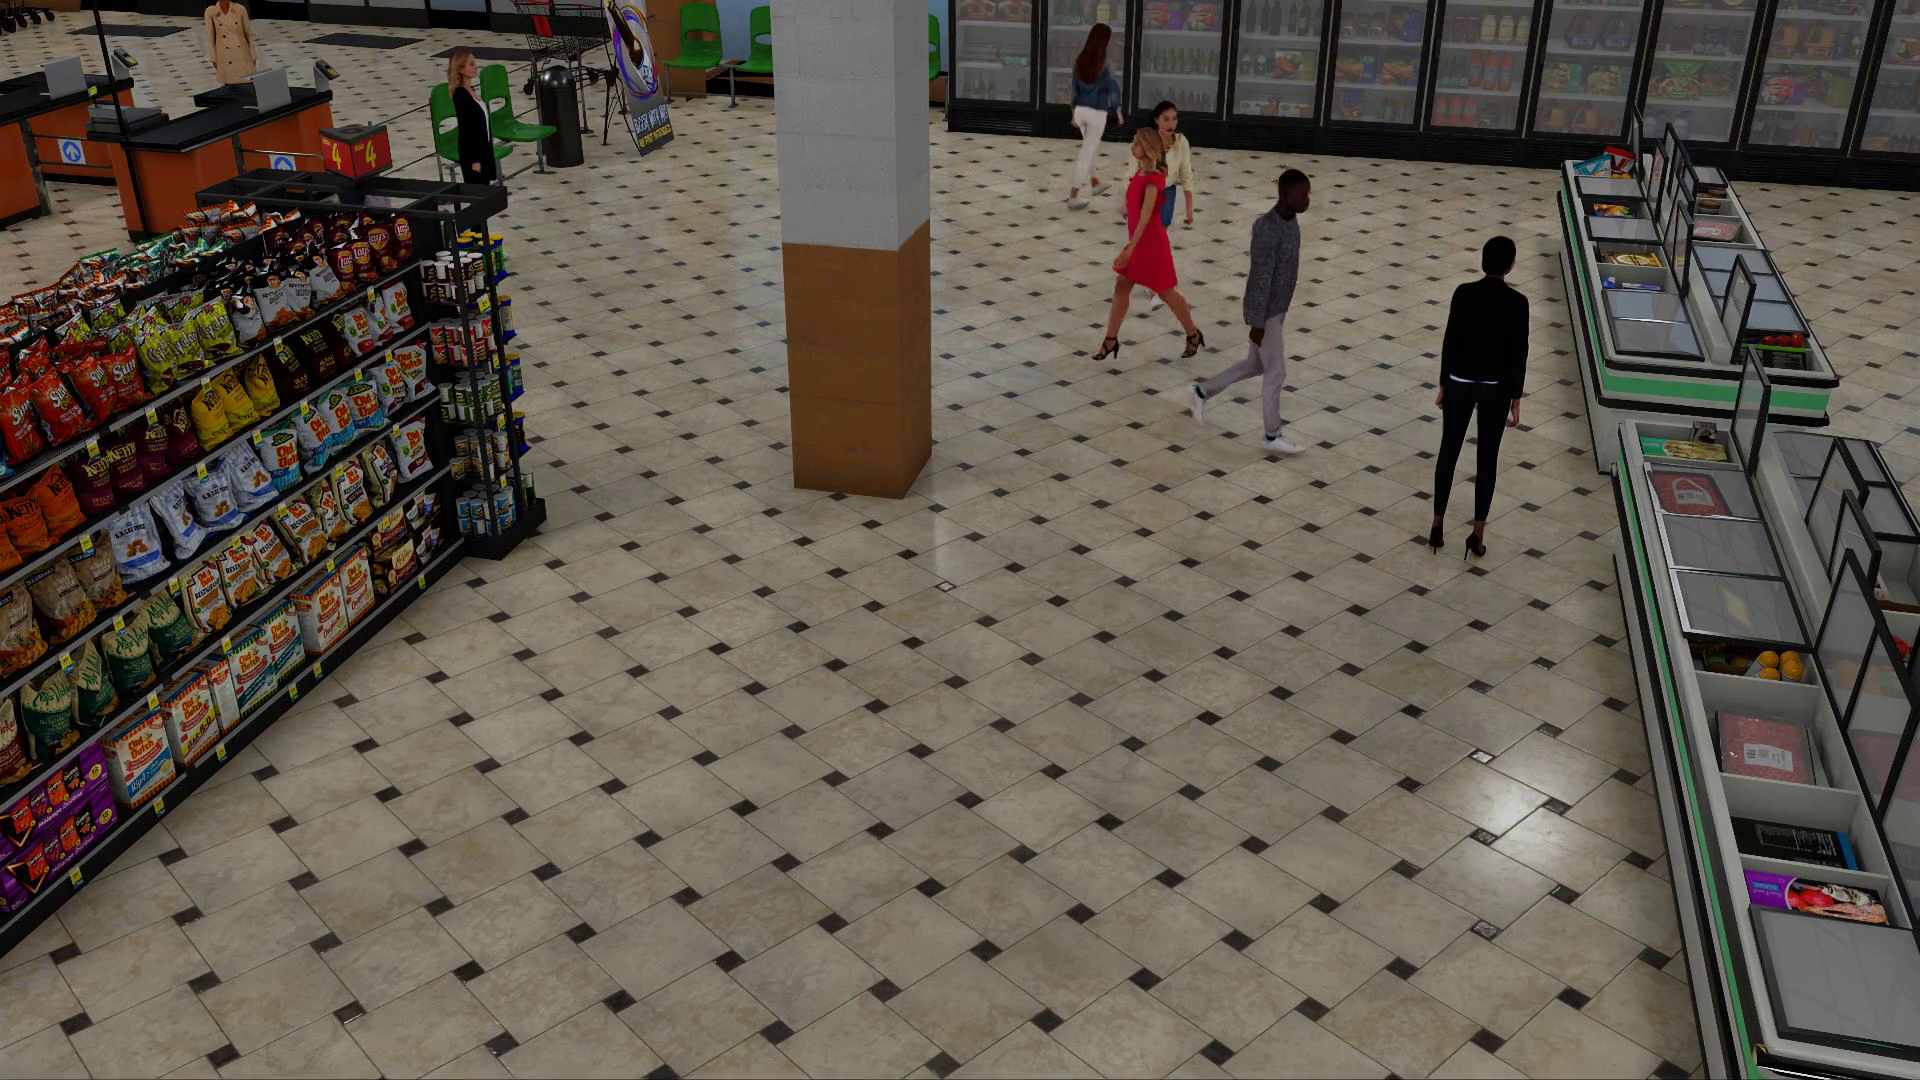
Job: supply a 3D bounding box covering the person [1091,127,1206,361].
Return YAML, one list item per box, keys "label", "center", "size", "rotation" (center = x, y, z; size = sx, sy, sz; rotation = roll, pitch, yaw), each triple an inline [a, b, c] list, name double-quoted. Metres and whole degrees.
- label: "person"
  center: [1.430, -2.037, 11.761]
  size: [0.983, 1.676, 1.076]
  rotation: [-6, 28, -12]

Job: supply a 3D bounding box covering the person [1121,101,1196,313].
- label: "person"
  center: [1.509, -2.629, 13.037]
  size: [0.988, 1.577, 1.200]
  rotation: [-5, 27, -10]

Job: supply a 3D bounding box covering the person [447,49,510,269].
- label: "person"
  center: [-4.038, -3.156, 13.827]
  size: [0.734, 1.801, 0.593]
  rotation: [-3, 27, -6]

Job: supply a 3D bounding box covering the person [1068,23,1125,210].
- label: "person"
  center: [1.156, -3.892, 15.422]
  size: [0.910, 1.672, 1.050]
  rotation: [24, 36, 39]

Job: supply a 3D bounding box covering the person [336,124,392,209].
- label: "person"
  center: [-4.036, -1.935, 11.392]
  size: [0.812, 1.827, 0.614]
  rotation: [-1, 27, -3]

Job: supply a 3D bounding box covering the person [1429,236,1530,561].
- label: "person"
  center: [2.819, -0.768, 9.082]
  size: [0.669, 1.834, 0.627]
  rotation: [16, 31, 28]

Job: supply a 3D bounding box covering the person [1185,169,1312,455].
- label: "person"
  center: [1.828, -1.434, 10.431]
  size: [0.914, 1.802, 1.063]
  rotation: [11, 29, 21]

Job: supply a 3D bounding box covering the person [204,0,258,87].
- label: "person"
  center: [-7.871, -5.224, 18.036]
  size: [0.705, 1.682, 0.731]
  rotation: [-10, 29, -20]
